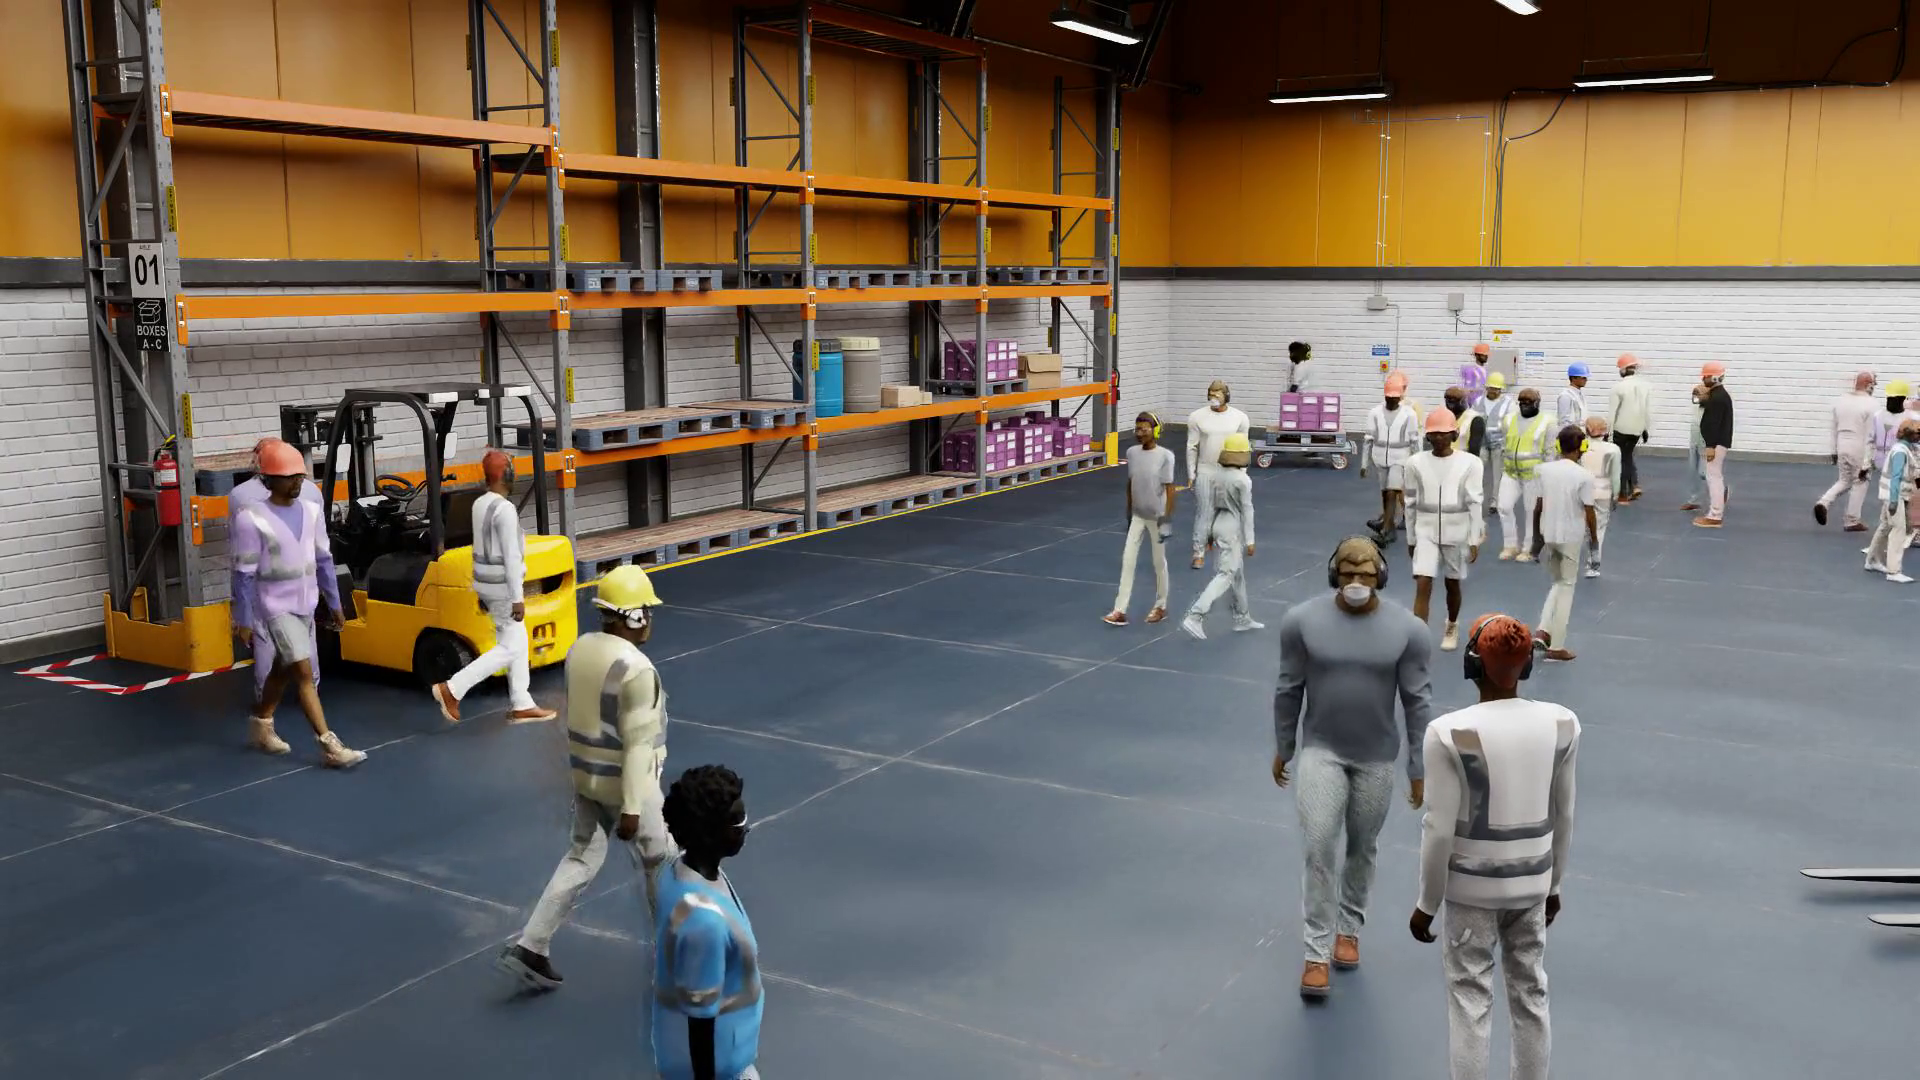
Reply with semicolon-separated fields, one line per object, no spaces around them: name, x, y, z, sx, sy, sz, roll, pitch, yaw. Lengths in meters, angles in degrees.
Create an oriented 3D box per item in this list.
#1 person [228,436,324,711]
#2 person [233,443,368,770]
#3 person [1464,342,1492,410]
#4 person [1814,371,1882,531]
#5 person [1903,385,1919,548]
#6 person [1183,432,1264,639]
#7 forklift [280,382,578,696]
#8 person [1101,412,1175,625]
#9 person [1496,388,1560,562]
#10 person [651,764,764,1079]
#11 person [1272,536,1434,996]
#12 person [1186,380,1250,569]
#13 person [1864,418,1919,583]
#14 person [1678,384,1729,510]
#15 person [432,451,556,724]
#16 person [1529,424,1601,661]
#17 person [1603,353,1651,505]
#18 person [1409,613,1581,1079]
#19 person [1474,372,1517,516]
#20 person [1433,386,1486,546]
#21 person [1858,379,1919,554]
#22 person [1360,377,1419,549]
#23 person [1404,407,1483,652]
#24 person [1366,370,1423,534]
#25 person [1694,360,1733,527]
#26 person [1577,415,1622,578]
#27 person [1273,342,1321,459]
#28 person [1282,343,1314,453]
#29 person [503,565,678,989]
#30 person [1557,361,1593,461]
person;-4.707;0.233;11.474;0.641;1.900;0.404;-8;12;-41
person;-4.073;0.396;10.181;1.036;1.987;0.626;4;10;25
person;8.267;-2.177;26.442;0.550;1.924;0.402;-8;12;-41
person;10.370;-1.019;19.343;0.569;1.886;0.645;-3;9;-16
person;10.717;-0.882;18.489;0.639;1.878;0.812;3;9;16
person;2.194;-0.041;13.772;0.861;1.710;0.495;-5;10;-27
forklift;-3.974;-0.067;12.417;2.313;2.155;1.214;5;11;30
person;1.530;-0.162;14.115;0.560;1.833;0.887;7;12;38
person;5.843;-0.665;17.264;0.540;1.828;0.640;-9;13;-44
person;-0.777;1.435;4.656;0.739;1.669;0.534;-3;9;-16
person;1.635;0.947;6.954;0.662;1.910;0.832;2;9;12
person;2.618;-0.660;16.931;0.629;1.935;0.372;1;9;7
person;9.241;-0.404;16.399;0.473;1.603;0.685;6;11;31
person;9.461;-1.167;21.065;0.550;1.616;0.526;-2;9;-13
person;-3.096;0.339;10.952;0.744;1.851;0.584;-5;10;-30
person;4.707;0.029;12.891;0.429;1.847;0.552;-6;11;-32
person;8.655;-1.440;21.637;0.639;1.977;0.441;-3;10;-17
person;1.793;1.178;5.618;0.575;1.883;0.362;-2;9;-15
person;6.537;-1.174;20.574;0.586;1.796;0.667;8;12;42
person;5.387;-0.767;17.975;0.723;1.819;0.628;-8;12;-40
person;10.150;-0.804;17.984;0.892;1.898;0.594;-3;10;-20
person;4.721;-0.850;18.273;0.599;1.874;1.034;6;11;32
person;3.749;-0.045;12.954;0.613;1.994;1.068;4;10;22
person;5.017;-1.014;19.267;1.004;1.883;0.568;-8;12;-39
person;8.967;-1.144;19.833;0.436;1.982;0.618;4;10;24
person;6.198;-0.410;16.334;0.532;1.621;0.443;6;11;34
person;5.433;-2.259;27.022;1.002;1.895;0.596;1;9;9
person;5.706;-2.382;27.974;0.841;1.847;0.521;-7;12;-38
person;-1.505;1.000;6.998;0.583;1.798;0.872;9;13;43
person;7.451;-1.198;20.243;0.404;1.945;0.614;7;11;37
